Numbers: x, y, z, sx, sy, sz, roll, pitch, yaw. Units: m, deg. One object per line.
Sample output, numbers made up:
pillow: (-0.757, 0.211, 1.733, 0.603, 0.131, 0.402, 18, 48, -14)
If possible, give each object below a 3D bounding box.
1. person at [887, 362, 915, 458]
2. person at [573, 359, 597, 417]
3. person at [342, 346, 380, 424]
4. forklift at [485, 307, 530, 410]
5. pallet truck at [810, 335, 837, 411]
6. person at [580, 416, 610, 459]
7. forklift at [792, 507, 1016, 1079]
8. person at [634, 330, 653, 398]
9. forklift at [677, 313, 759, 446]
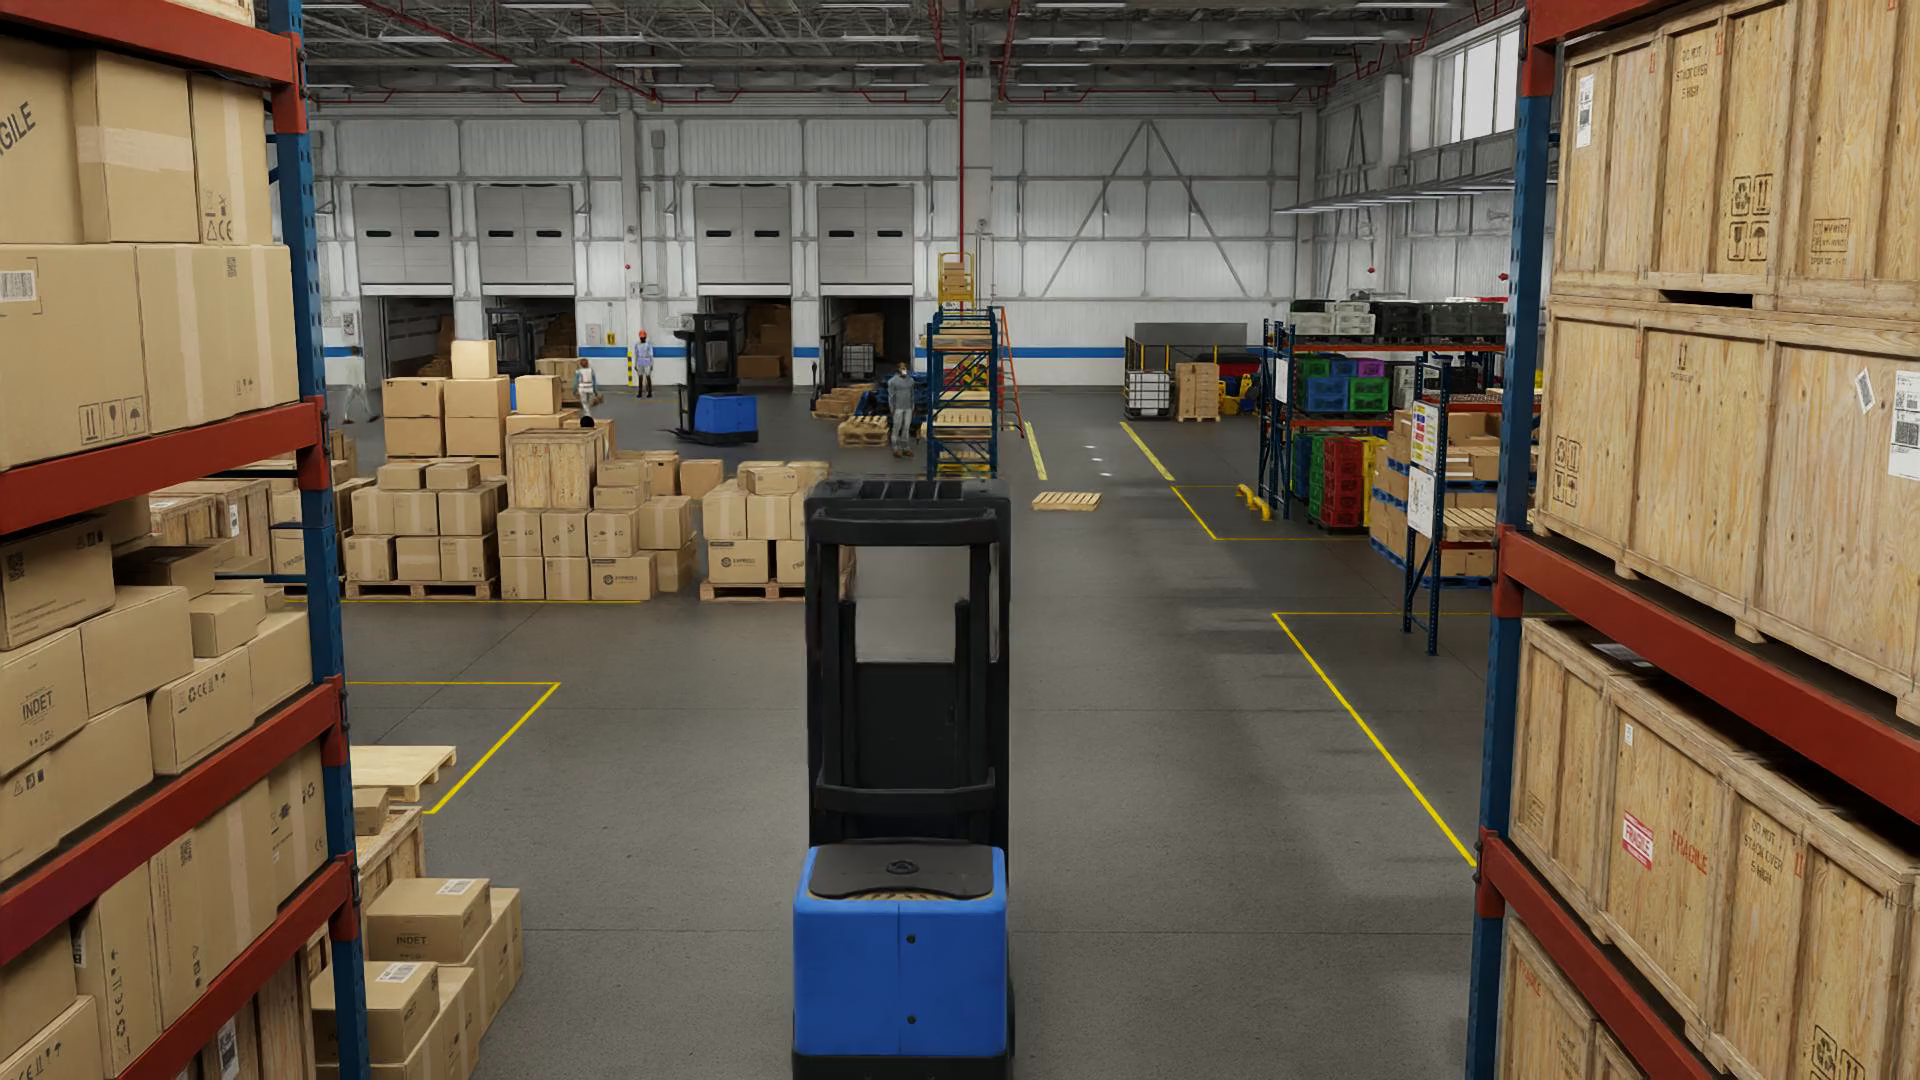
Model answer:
person: (-1.169, -2.633, 33.610, 0.634, 1.939, 0.367, -8, 12, -37)
person: (-8.999, -3.556, 39.919, 0.532, 1.592, 0.856, -6, 12, -32)
person: (-14.574, -3.751, 40.212, 0.646, 1.887, 1.016, 6, 11, 31)
forklift: (-10.754, -4.150, 39.646, 1.129, 2.768, 1.873, 0, 10, 1)
pallet truck: (-3.021, -4.312, 43.126, 1.885, 1.965, 0.823, 3, 10, 17)
person: (-5.042, -0.736, 22.718, 0.589, 1.920, 0.399, -8, 13, -40)
forklift: (-0.280, 1.221, 8.659, 1.129, 2.768, 1.873, 0, 10, 1)
person: (-9.007, -5.009, 47.360, 0.546, 1.927, 0.389, 1, 10, 7)
forklift: (-5.244, -3.509, 35.948, 1.129, 2.768, 1.873, -7, 12, -33)
